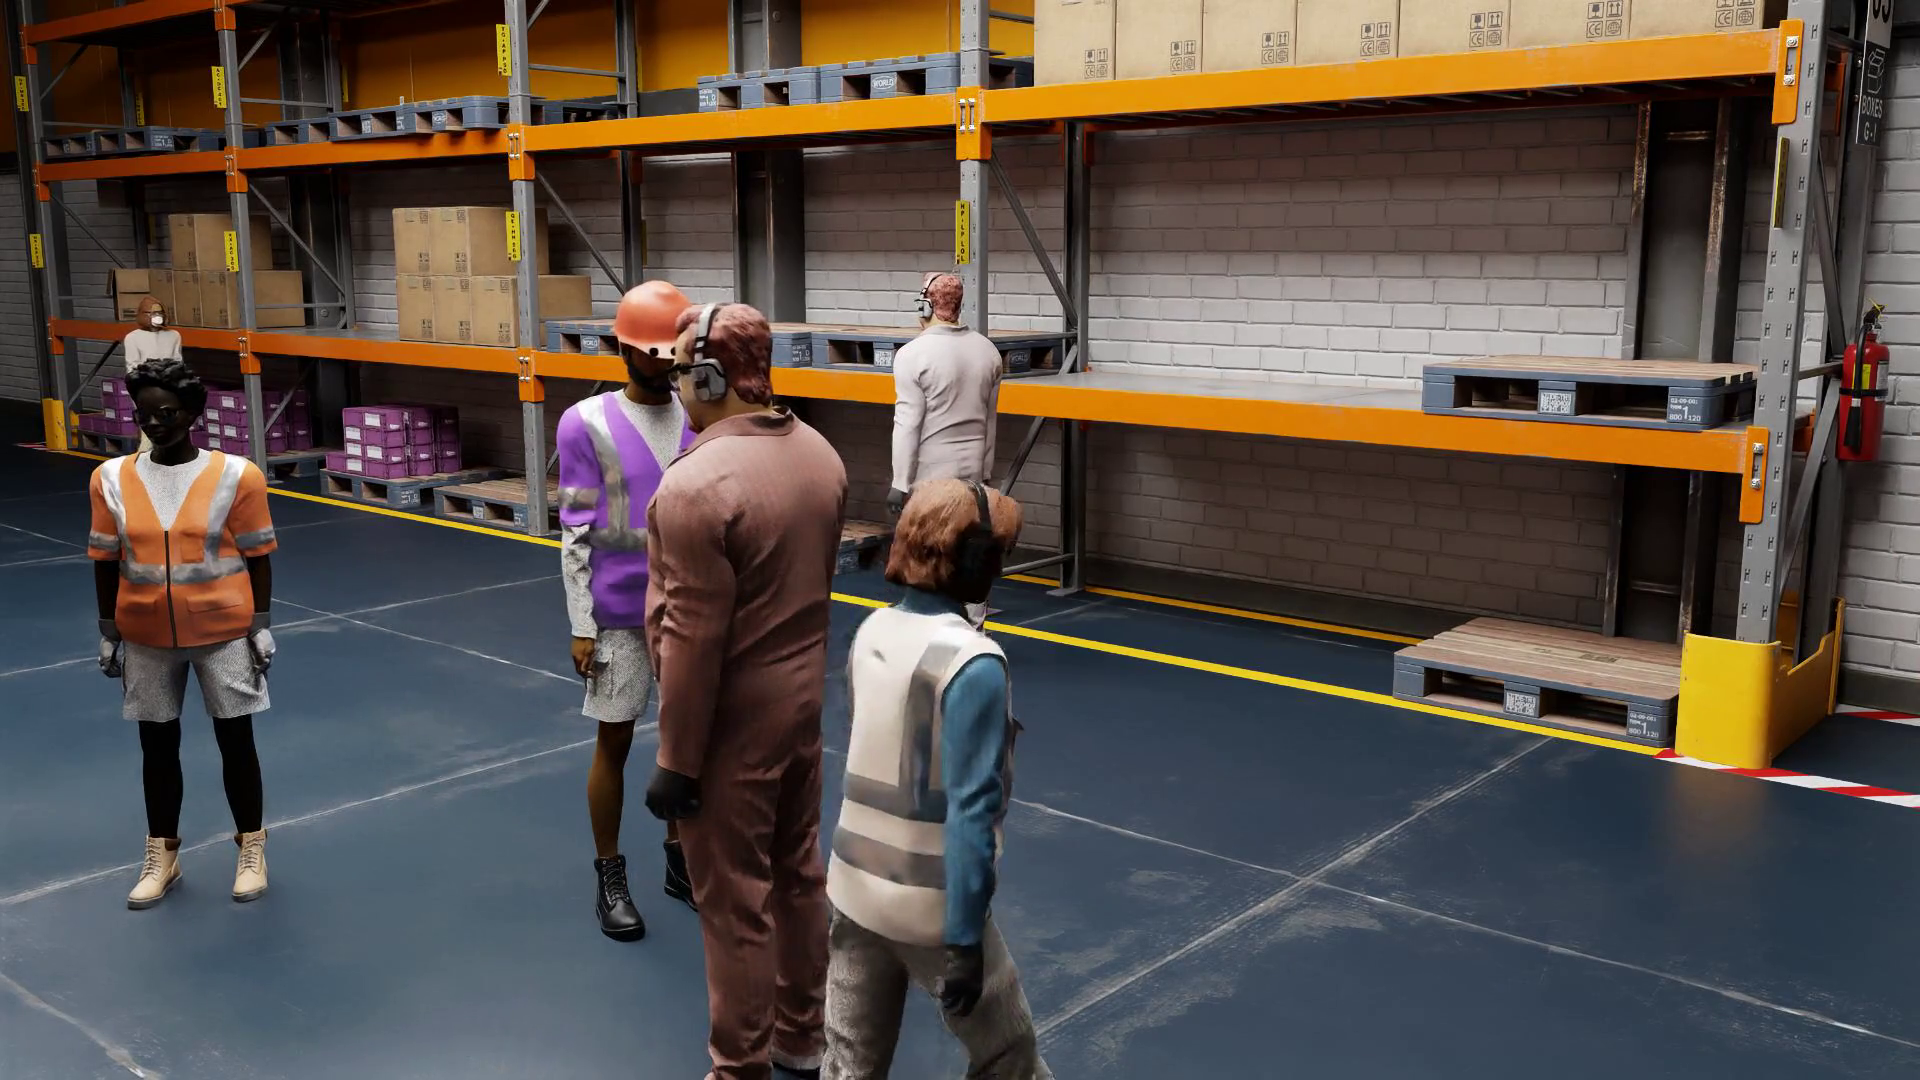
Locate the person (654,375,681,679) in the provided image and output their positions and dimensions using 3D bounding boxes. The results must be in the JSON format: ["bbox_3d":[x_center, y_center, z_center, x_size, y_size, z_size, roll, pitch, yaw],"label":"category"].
[{"bbox_3d":[-1.282,-0.145,7.764,0.284,1.634,0.498,3,10,16],"label":"person"}]

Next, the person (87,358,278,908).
[{"bbox_3d":[-2.378,0.289,5.116,0.541,1.695,0.315,-2,10,-10],"label":"person"}]

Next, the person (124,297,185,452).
[{"bbox_3d":[-6.652,-1.197,13.794,0.286,1.624,0.500,6,12,31],"label":"person"}]

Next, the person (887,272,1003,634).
[{"bbox_3d":[-0.099,-0.317,7.968,0.641,1.908,0.407,-10,14,-44],"label":"person"}]

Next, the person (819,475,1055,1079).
[{"bbox_3d":[0.021,0.679,3.161,0.857,1.590,0.560,-6,12,-30],"label":"person"}]

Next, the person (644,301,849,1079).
[{"bbox_3d":[-0.518,0.409,3.842,0.410,1.906,0.642,4,11,23],"label":"person"}]

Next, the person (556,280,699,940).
[{"bbox_3d":[-0.901,0.205,4.935,0.543,1.928,0.374,-7,12,-36],"label":"person"}]
